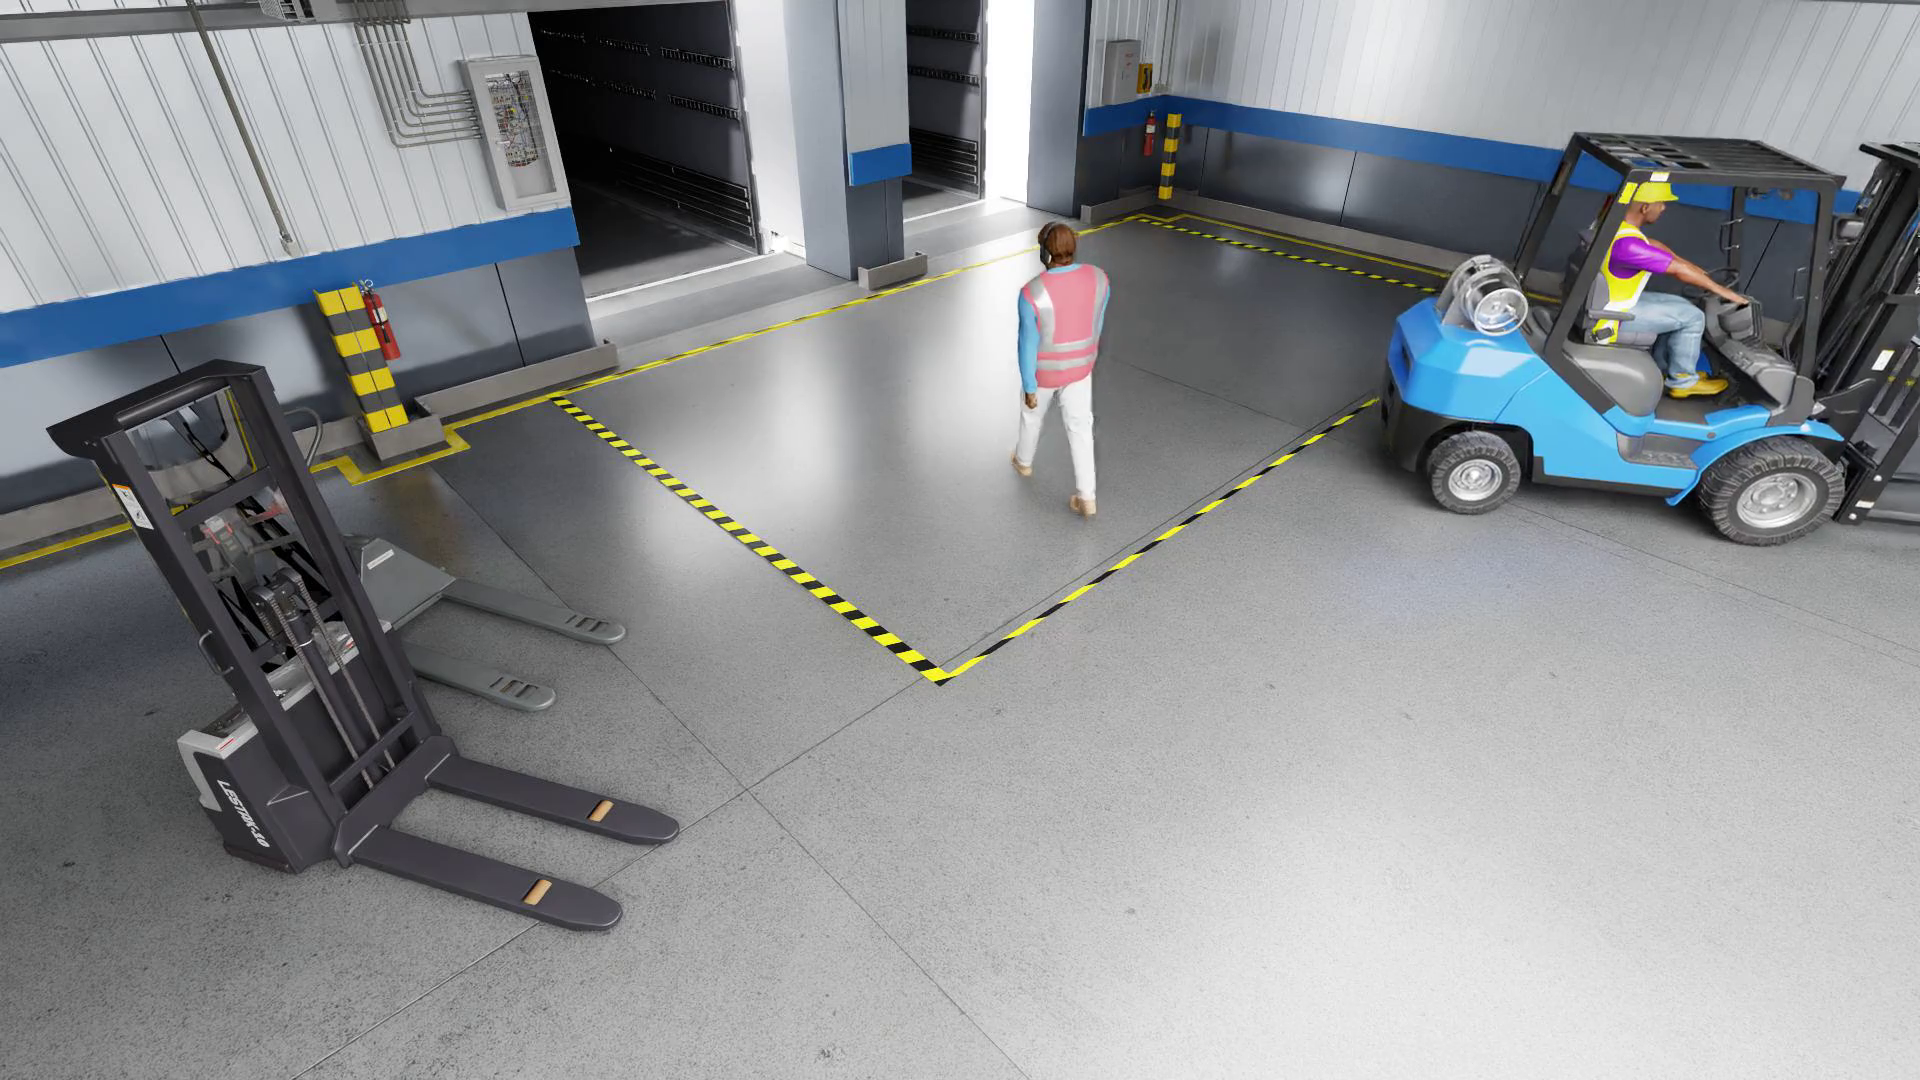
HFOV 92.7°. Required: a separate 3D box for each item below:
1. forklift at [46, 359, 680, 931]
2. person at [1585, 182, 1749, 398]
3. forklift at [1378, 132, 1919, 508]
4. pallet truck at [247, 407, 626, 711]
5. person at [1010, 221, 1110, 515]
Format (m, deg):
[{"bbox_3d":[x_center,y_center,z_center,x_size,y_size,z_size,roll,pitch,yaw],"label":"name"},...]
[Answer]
[{"bbox_3d":[-2.135,0.422,3.354,1.885,1.965,0.823,10,35,14],"label":"forklift"},{"bbox_3d":[4.310,-1.516,5.554,1.004,1.294,0.635,8,35,11],"label":"person"},{"bbox_3d":[4.254,-1.373,5.677,2.680,2.036,1.157,8,35,11],"label":"forklift"},{"bbox_3d":[-2.628,0.038,4.590,1.601,1.201,0.680,12,36,18],"label":"pallet truck"},{"bbox_3d":[0.613,-1.070,5.742,0.615,1.787,1.002,-10,35,-14],"label":"person"}]
